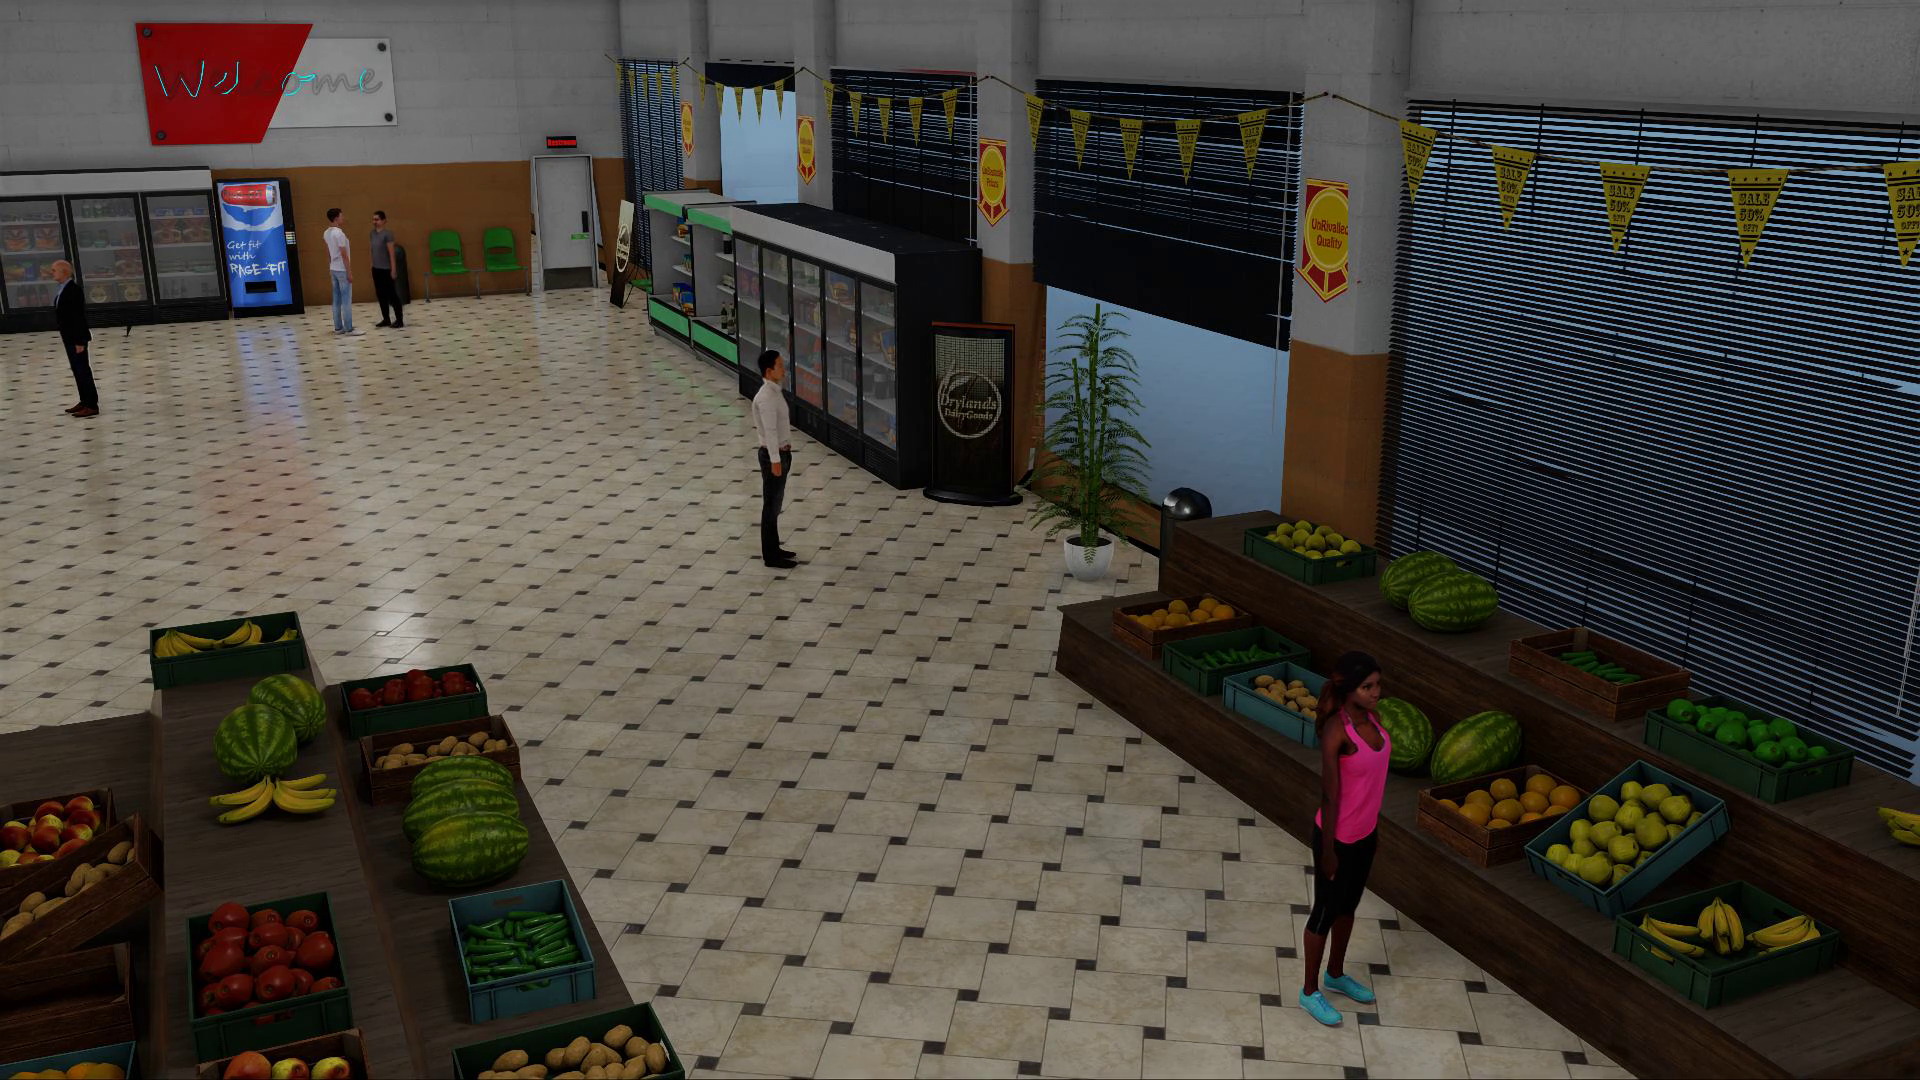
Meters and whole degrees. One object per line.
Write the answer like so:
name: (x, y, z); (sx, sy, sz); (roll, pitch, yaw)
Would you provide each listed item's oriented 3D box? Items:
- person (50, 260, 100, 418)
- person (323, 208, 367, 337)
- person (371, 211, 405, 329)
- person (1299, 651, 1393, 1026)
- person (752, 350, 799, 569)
person: (-10.275, -2.348, 19.304); (0.815, 1.799, 0.615); (-14, 22, -39)
person: (-9.117, -3.941, 24.458); (0.628, 1.851, 0.779); (14, 22, 39)
person: (-8.703, -4.095, 25.146); (0.671, 1.747, 0.783); (11, 20, 33)
person: (1.716, 1.302, 7.414); (0.631, 1.723, 0.638); (-15, 23, -41)
person: (-1.553, -0.681, 13.792); (0.791, 1.812, 0.638); (-1, 17, -3)
